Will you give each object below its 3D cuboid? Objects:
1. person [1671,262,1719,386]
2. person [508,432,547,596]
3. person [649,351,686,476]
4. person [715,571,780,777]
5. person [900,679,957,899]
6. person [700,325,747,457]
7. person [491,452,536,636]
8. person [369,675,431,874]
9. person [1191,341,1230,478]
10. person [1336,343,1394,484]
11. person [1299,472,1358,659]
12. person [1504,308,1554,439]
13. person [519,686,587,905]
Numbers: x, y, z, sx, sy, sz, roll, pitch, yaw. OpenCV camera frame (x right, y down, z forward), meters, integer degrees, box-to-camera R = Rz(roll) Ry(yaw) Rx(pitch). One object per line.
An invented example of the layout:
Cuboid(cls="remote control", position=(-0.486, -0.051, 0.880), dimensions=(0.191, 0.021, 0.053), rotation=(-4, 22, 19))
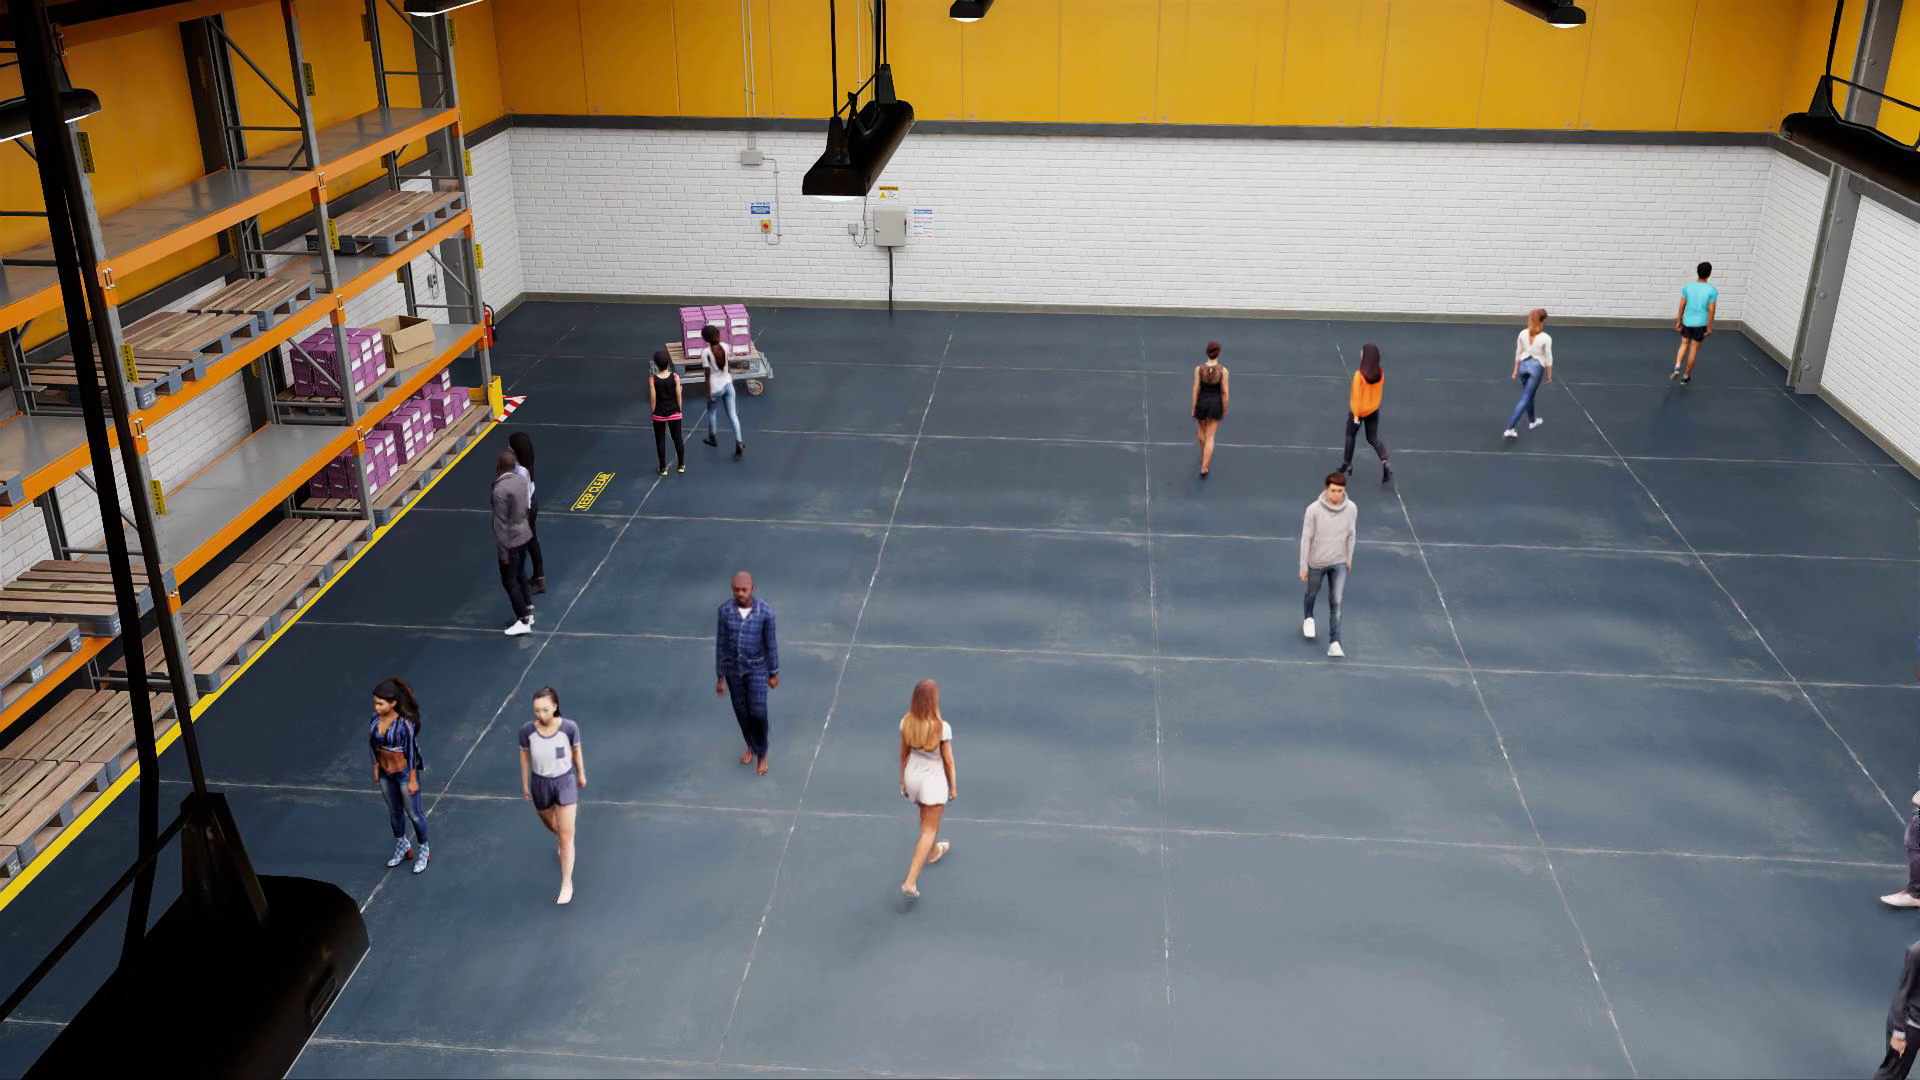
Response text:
Cuboid(cls="person", position=(10.301, -3.008, 23.353), dimensions=(0.790, 1.763, 0.850), rotation=(17, 29, 34))
Cuboid(cls="person", position=(-4.468, -0.282, 17.142), dimensions=(0.780, 1.744, 0.612), rotation=(-6, 24, -13))
Cuboid(cls="person", position=(-3.586, -1.563, 20.311), dimensions=(0.613, 1.553, 0.629), rotation=(-9, 25, -19))
Cuboid(cls="person", position=(-1.788, 1.044, 14.035), dimensions=(0.657, 1.802, 0.727), rotation=(3, 24, 7))
Cuboid(cls="person", position=(-0.286, 1.856, 12.350), dimensions=(0.834, 1.665, 1.174), rotation=(11, 26, 23))
Cuboid(cls="person", position=(-2.941, -1.837, 20.782), dimensions=(1.053, 1.677, 1.159), rotation=(-16, 28, -32))
Cuboid(cls="person", position=(-4.363, 0.046, 16.342), dimensions=(0.972, 1.783, 0.626), rotation=(1, 24, 2))
Cuboid(cls="person", position=(-4.250, 1.775, 12.597), dimensions=(0.665, 1.616, 0.640), rotation=(9, 25, 20))
Cuboid(cls="person", position=(3.015, -1.566, 20.217), dimensions=(0.781, 1.634, 1.141), rotation=(8, 25, 18))
Cuboid(cls="person", position=(4.932, -1.497, 19.951), dimensions=(0.995, 1.719, 1.162), rotation=(-13, 27, -27))
Cuboid(cls="person", position=(3.507, 0.181, 16.013), dimensions=(0.772, 1.799, 1.232), rotation=(0, 24, 0))
Cuboid(cls="person", position=(7.301, -2.101, 21.388), dimensions=(1.182, 1.676, 1.132), rotation=(-18, 30, -36))
Cuboid(cls="person", position=(-3.037, 1.826, 12.485), dimensions=(0.680, 1.610, 1.068), rotation=(-1, 24, -1))
